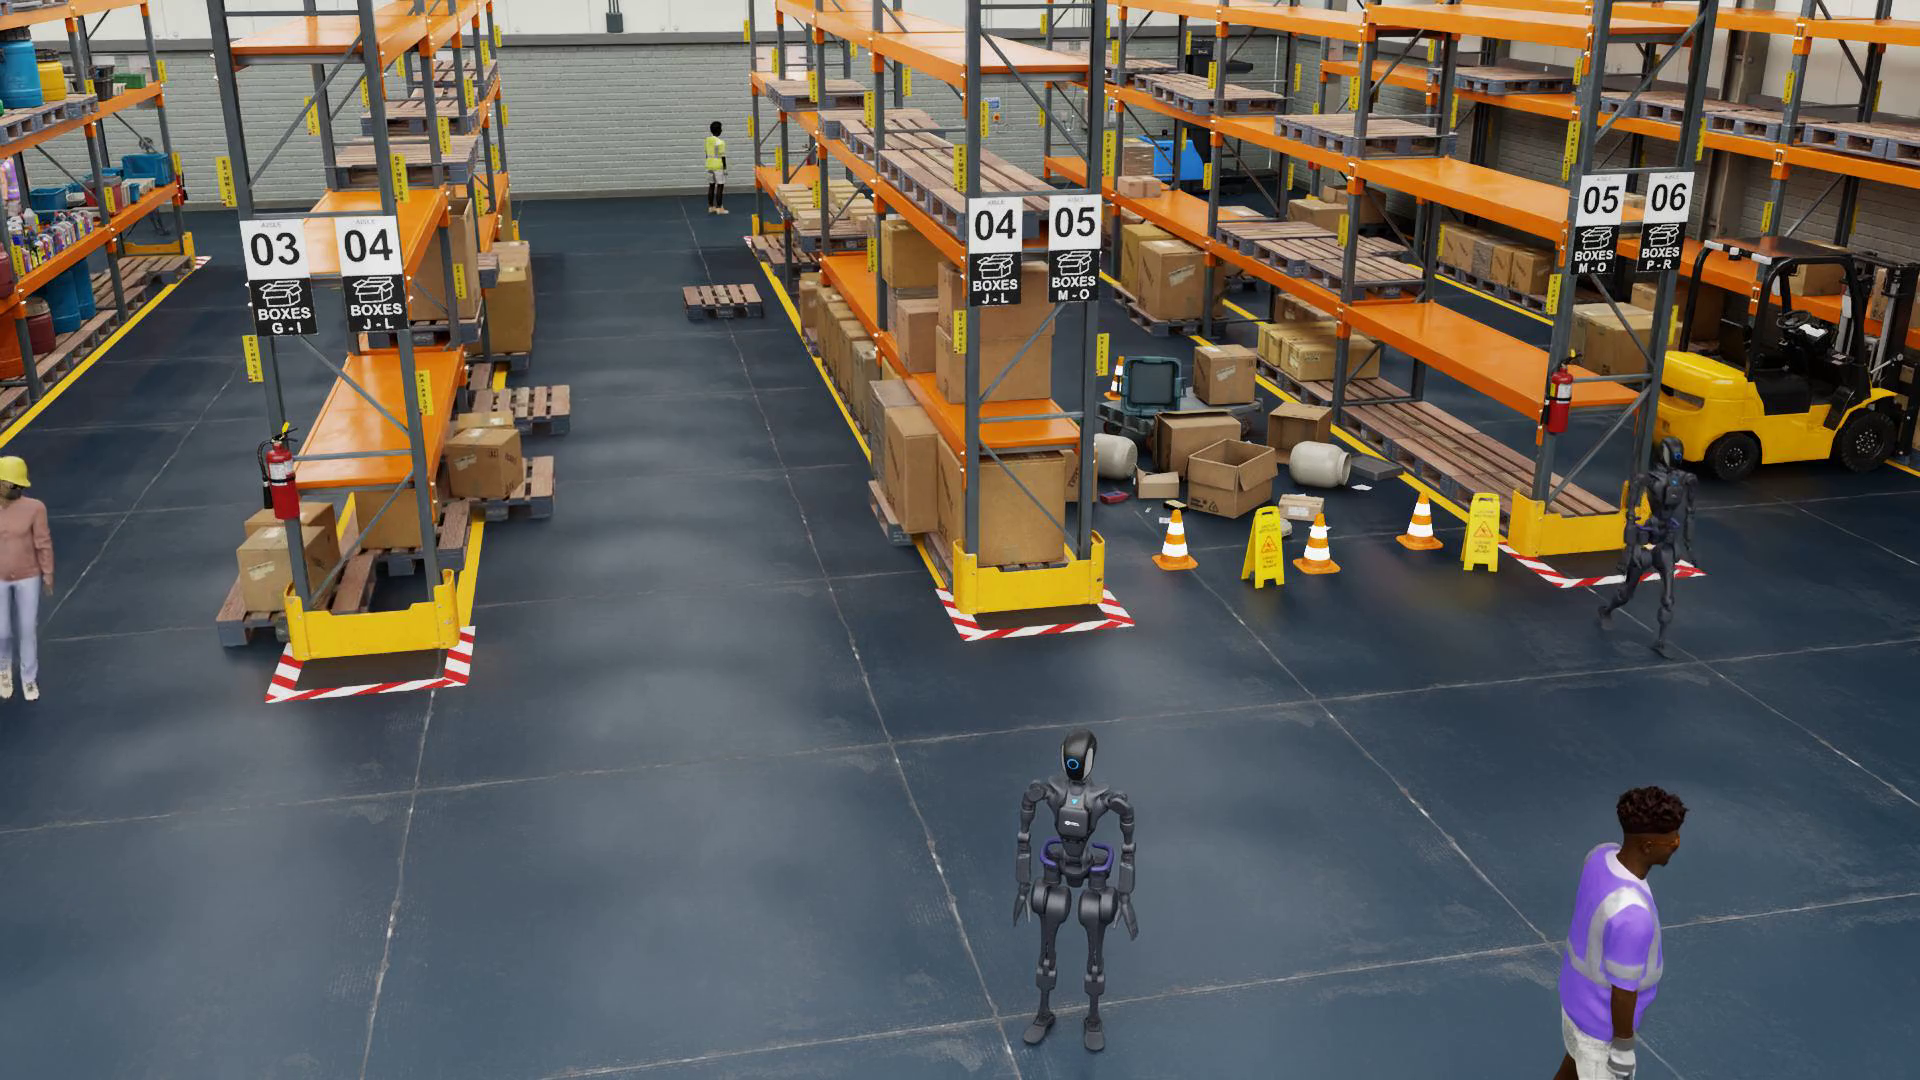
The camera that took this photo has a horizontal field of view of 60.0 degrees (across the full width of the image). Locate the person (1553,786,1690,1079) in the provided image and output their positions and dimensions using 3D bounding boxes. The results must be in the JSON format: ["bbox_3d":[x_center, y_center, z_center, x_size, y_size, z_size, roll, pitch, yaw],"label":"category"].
[{"bbox_3d":[2.625,1.875,6.738,0.381,1.957,0.600,3,21,8],"label":"person"}]

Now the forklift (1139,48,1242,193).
[{"bbox_3d":[4.566,-8.313,32.860,1.873,2.768,1.129,-4,21,-12],"label":"forklift"}]

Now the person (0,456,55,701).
[{"bbox_3d":[-6.452,0.274,11.346,0.547,1.737,0.362,-13,24,-32],"label":"person"}]

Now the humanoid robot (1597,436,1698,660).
[{"bbox_3d":[5.096,0.002,12.240,0.600,1.633,0.754,-4,21,-10],"label":"humanoid robot"}]

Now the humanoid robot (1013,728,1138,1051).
[{"bbox_3d":[0.545,1.632,7.765,0.599,1.657,0.315,5,21,12],"label":"humanoid robot"}]

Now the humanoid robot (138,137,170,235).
[{"bbox_3d":[-13.875,-6.046,28.473,0.413,1.649,0.599,-14,25,-34],"label":"humanoid robot"}]

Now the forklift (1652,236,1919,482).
[{"bbox_3d":[8.013,-1.814,16.330,2.313,2.155,1.214,-4,21,-12],"label":"forklift"}]

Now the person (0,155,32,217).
[{"bbox_3d":[-15.369,-5.565,27.153,0.350,1.688,0.488,11,23,27],"label":"person"}]

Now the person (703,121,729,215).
[{"bbox_3d":[-4.477,-6.835,30.569,0.537,1.686,0.322,17,26,38],"label":"person"}]
